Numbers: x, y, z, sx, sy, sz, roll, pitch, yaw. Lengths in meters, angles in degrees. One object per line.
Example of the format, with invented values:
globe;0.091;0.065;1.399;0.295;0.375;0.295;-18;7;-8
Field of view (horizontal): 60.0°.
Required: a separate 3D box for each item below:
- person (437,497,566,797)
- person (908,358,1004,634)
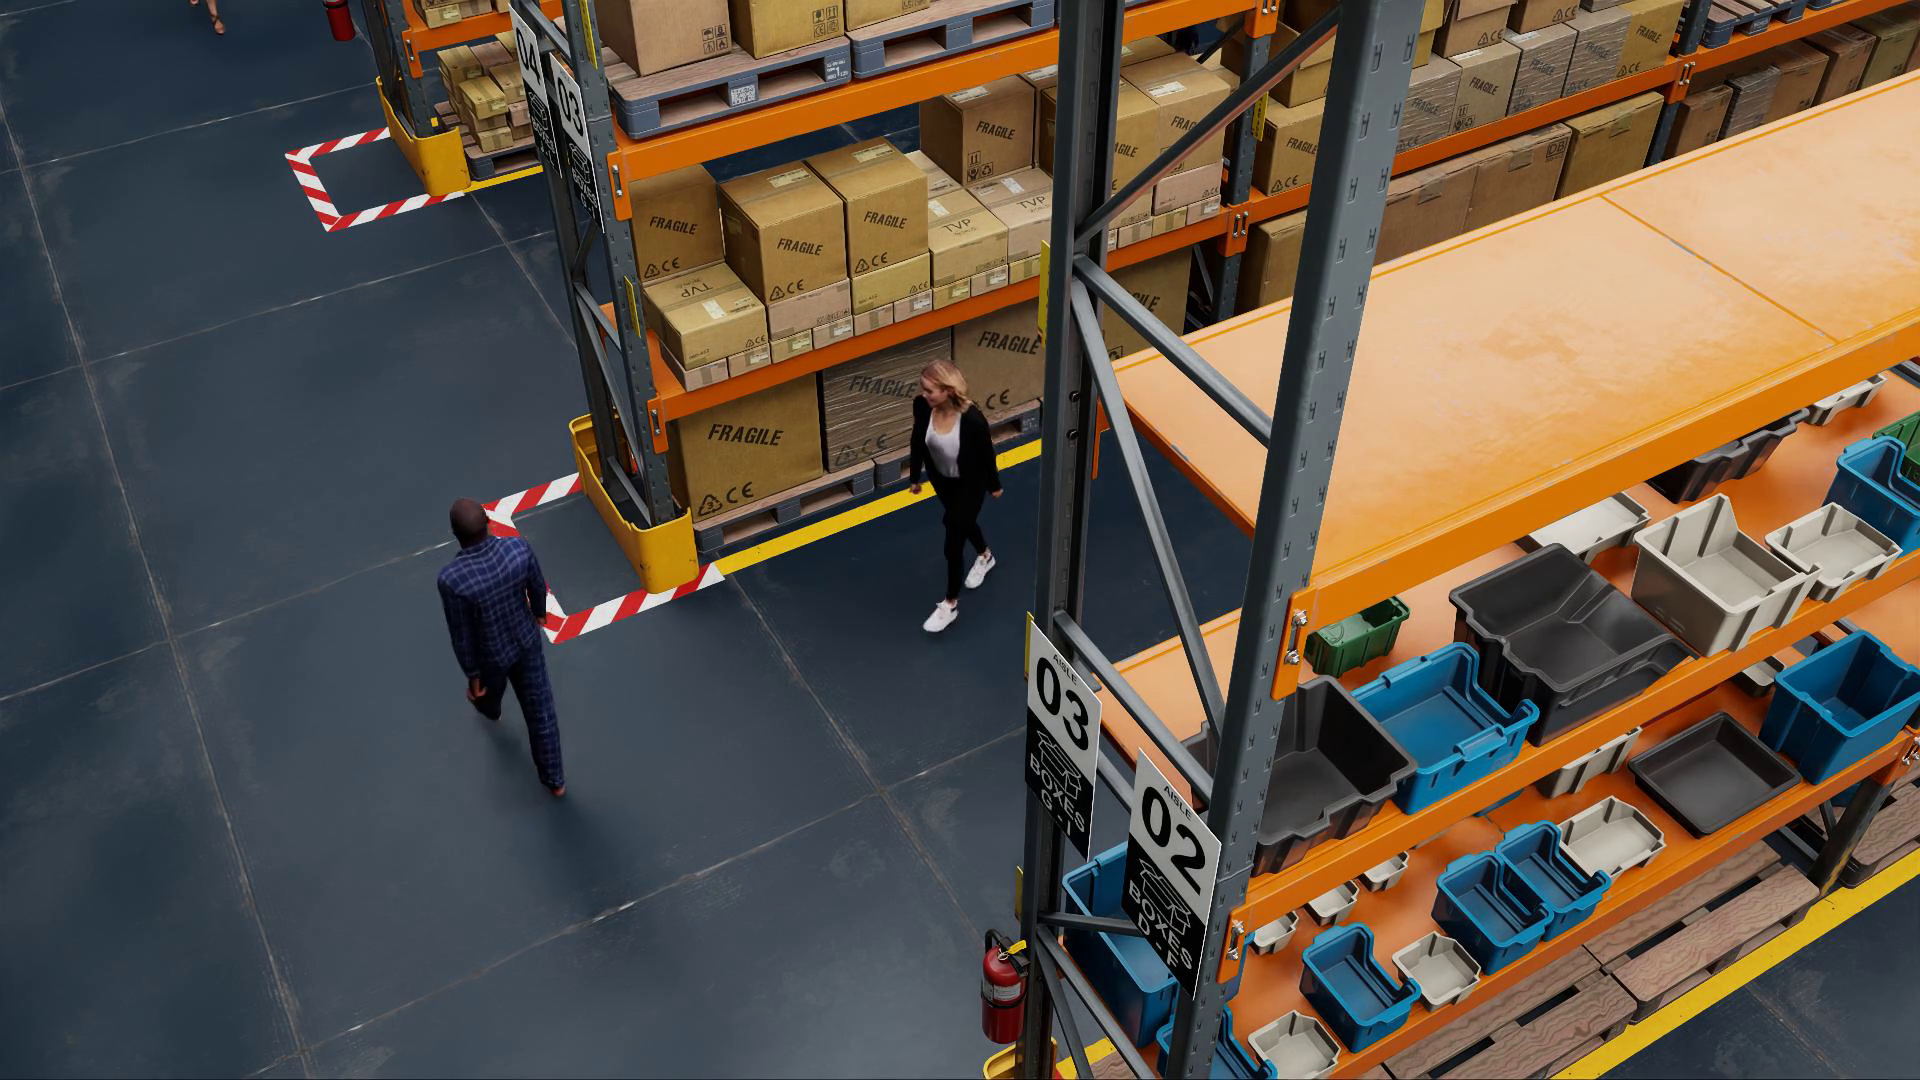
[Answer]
person;-2.203;0.575;8.184;1.085;1.790;0.819;-25;49;-25
person;0.056;-0.336;9.182;0.857;1.760;1.068;22;47;22
